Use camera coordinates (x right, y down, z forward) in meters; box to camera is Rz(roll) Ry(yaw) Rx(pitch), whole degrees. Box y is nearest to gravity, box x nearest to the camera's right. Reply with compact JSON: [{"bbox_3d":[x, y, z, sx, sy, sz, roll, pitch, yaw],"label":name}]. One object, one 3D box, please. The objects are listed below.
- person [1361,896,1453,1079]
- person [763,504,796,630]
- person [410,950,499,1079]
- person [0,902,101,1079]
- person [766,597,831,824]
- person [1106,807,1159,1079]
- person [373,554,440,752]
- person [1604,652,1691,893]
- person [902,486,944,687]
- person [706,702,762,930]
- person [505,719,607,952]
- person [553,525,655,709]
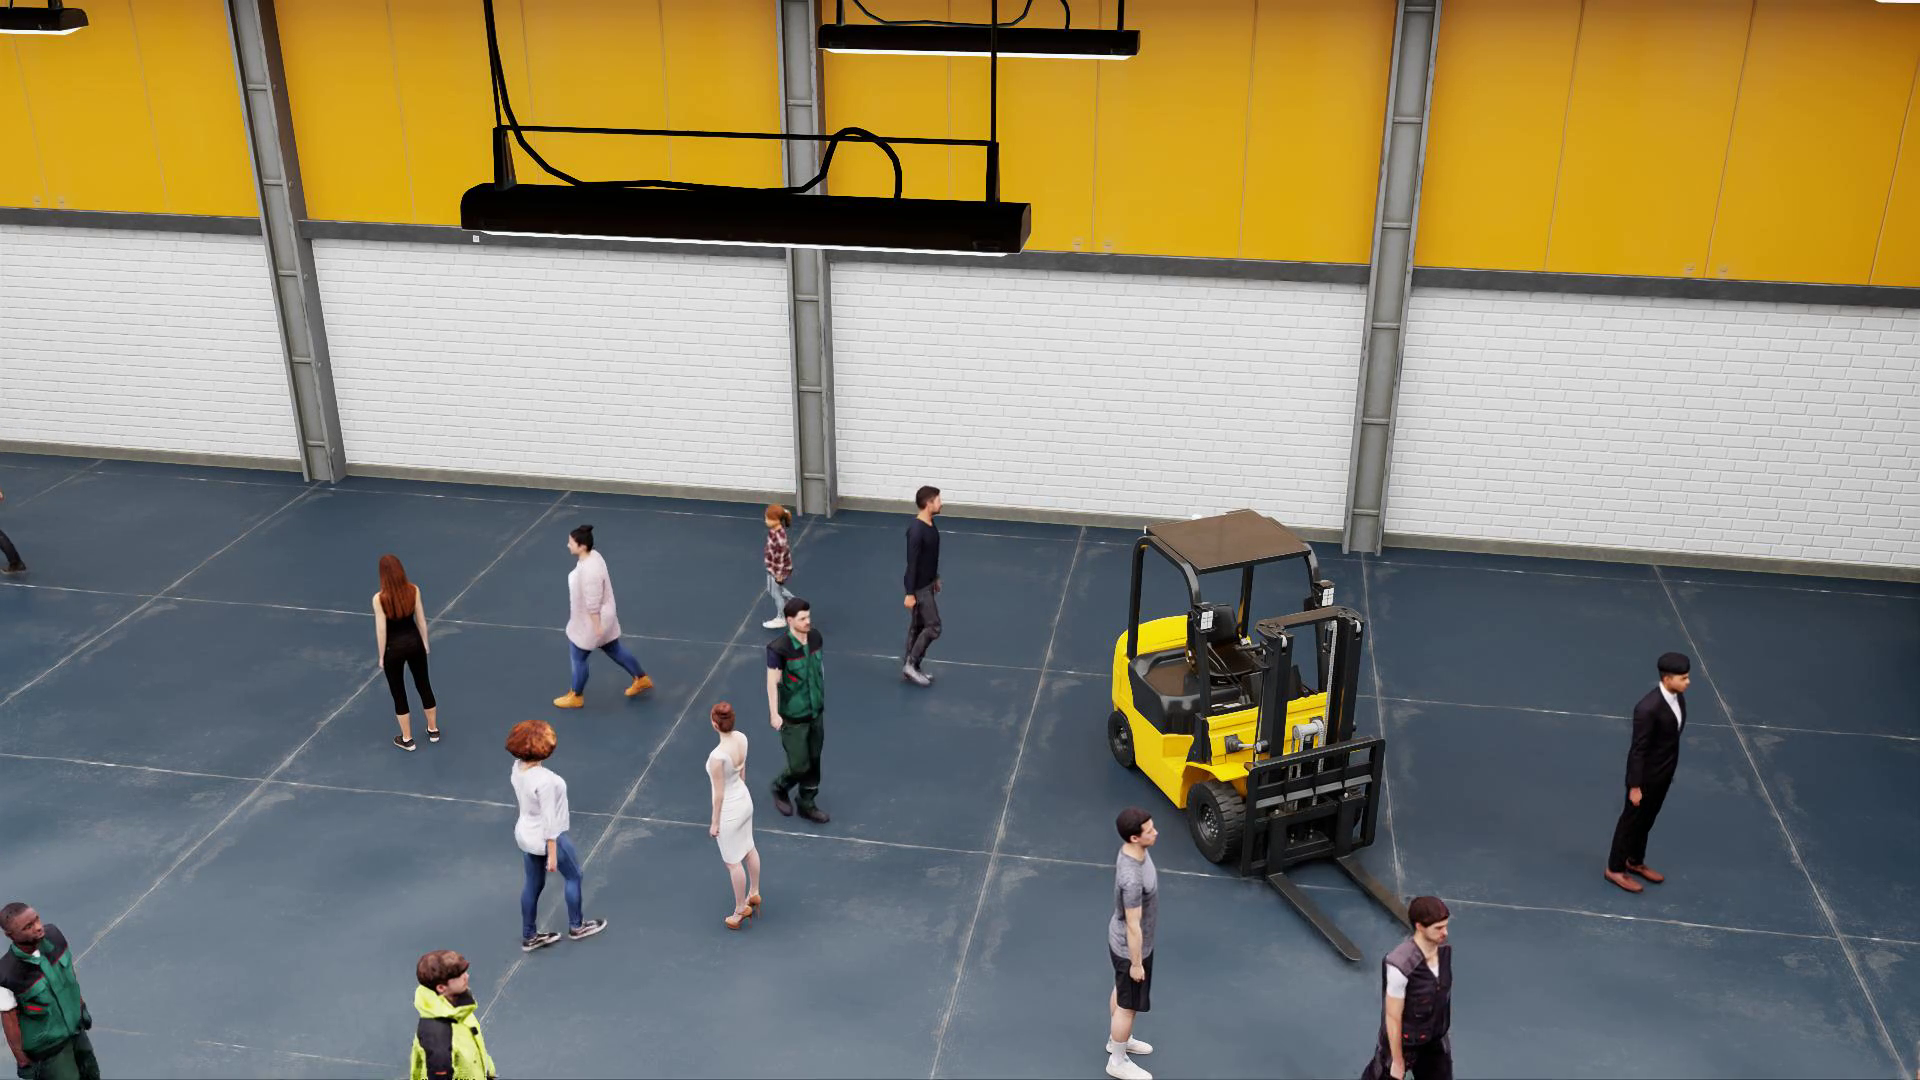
[{"bbox_3d":[2.486,2.758,9.454,1.125,1.815,1.186,-16,28,-32],"label":"person"},{"bbox_3d":[-1.664,0.245,15.853,0.747,1.294,0.666,-4,24,-8],"label":"person"},{"bbox_3d":[-2.755,3.000,8.755,1.338,1.932,1.100,-5,24,-12],"label":"person"},{"bbox_3d":[-5.193,2.788,9.374,0.977,1.824,0.705,3,24,7],"label":"person"},{"bbox_3d":[-1.288,1.285,12.725,0.917,1.895,0.860,18,30,36],"label":"person"},{"bbox_3d":[1.039,2.429,10.137,0.539,1.871,0.662,3,24,7],"label":"person"},{"bbox_3d":[-4.614,0.916,13.780,0.653,1.725,0.699,-18,29,-35],"label":"person"},{"bbox_3d":[4.932,1.639,11.934,0.781,1.880,0.819,-19,30,-36],"label":"person"},{"bbox_3d":[-0.436,0.408,14.793,0.655,1.844,0.697,7,25,16],"label":"person"},{"bbox_3d":[-1.561,1.889,11.472,0.576,1.793,0.622,10,26,22],"label":"person"},{"bbox_3d":[-2.923,2.038,11.253,0.934,1.694,0.892,-20,30,-37],"label":"person"},{"bbox_3d":[-3.074,0.656,14.396,1.161,1.708,0.847,-2,24,-4],"label":"person"}]
